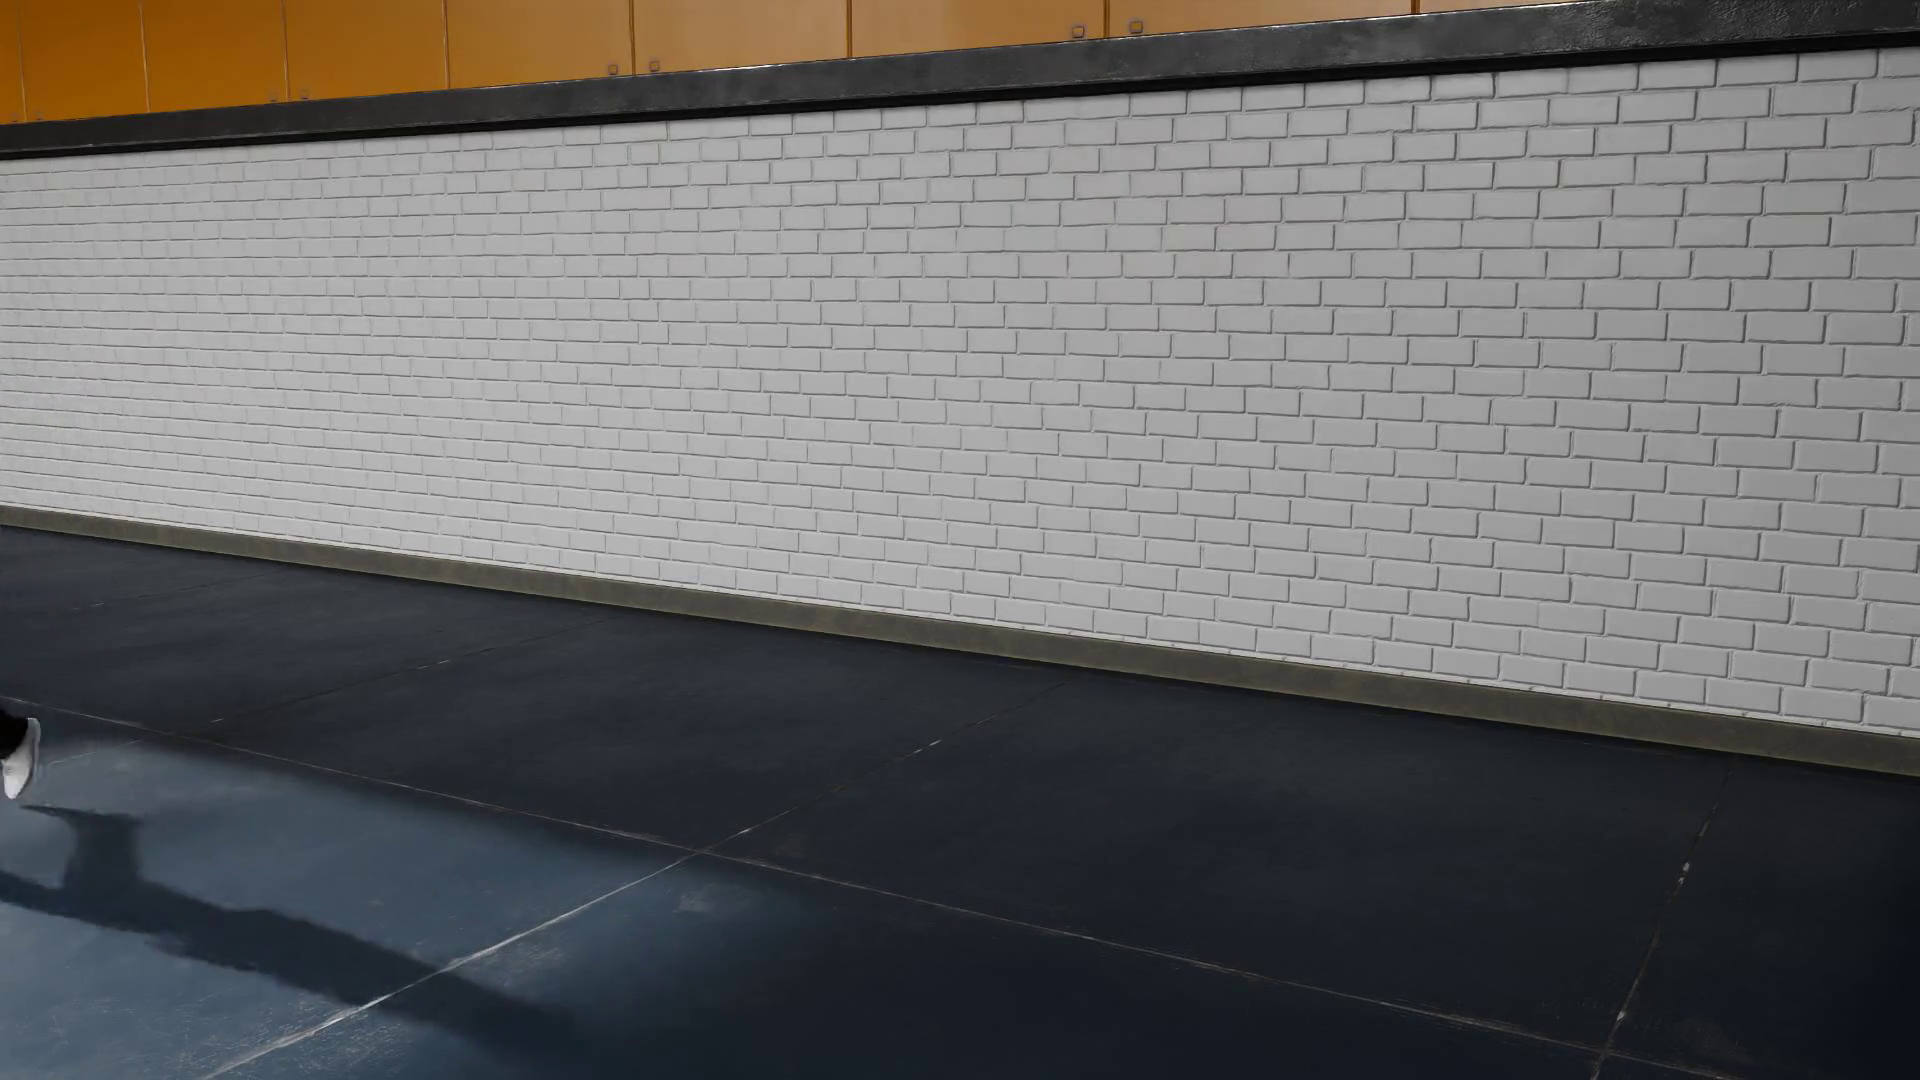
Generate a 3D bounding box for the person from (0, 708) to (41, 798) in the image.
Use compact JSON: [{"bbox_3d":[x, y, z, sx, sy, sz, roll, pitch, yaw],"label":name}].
[{"bbox_3d":[-3.860,0.137,5.967,0.591,1.885,0.821,5,10,28],"label":"person"}]
